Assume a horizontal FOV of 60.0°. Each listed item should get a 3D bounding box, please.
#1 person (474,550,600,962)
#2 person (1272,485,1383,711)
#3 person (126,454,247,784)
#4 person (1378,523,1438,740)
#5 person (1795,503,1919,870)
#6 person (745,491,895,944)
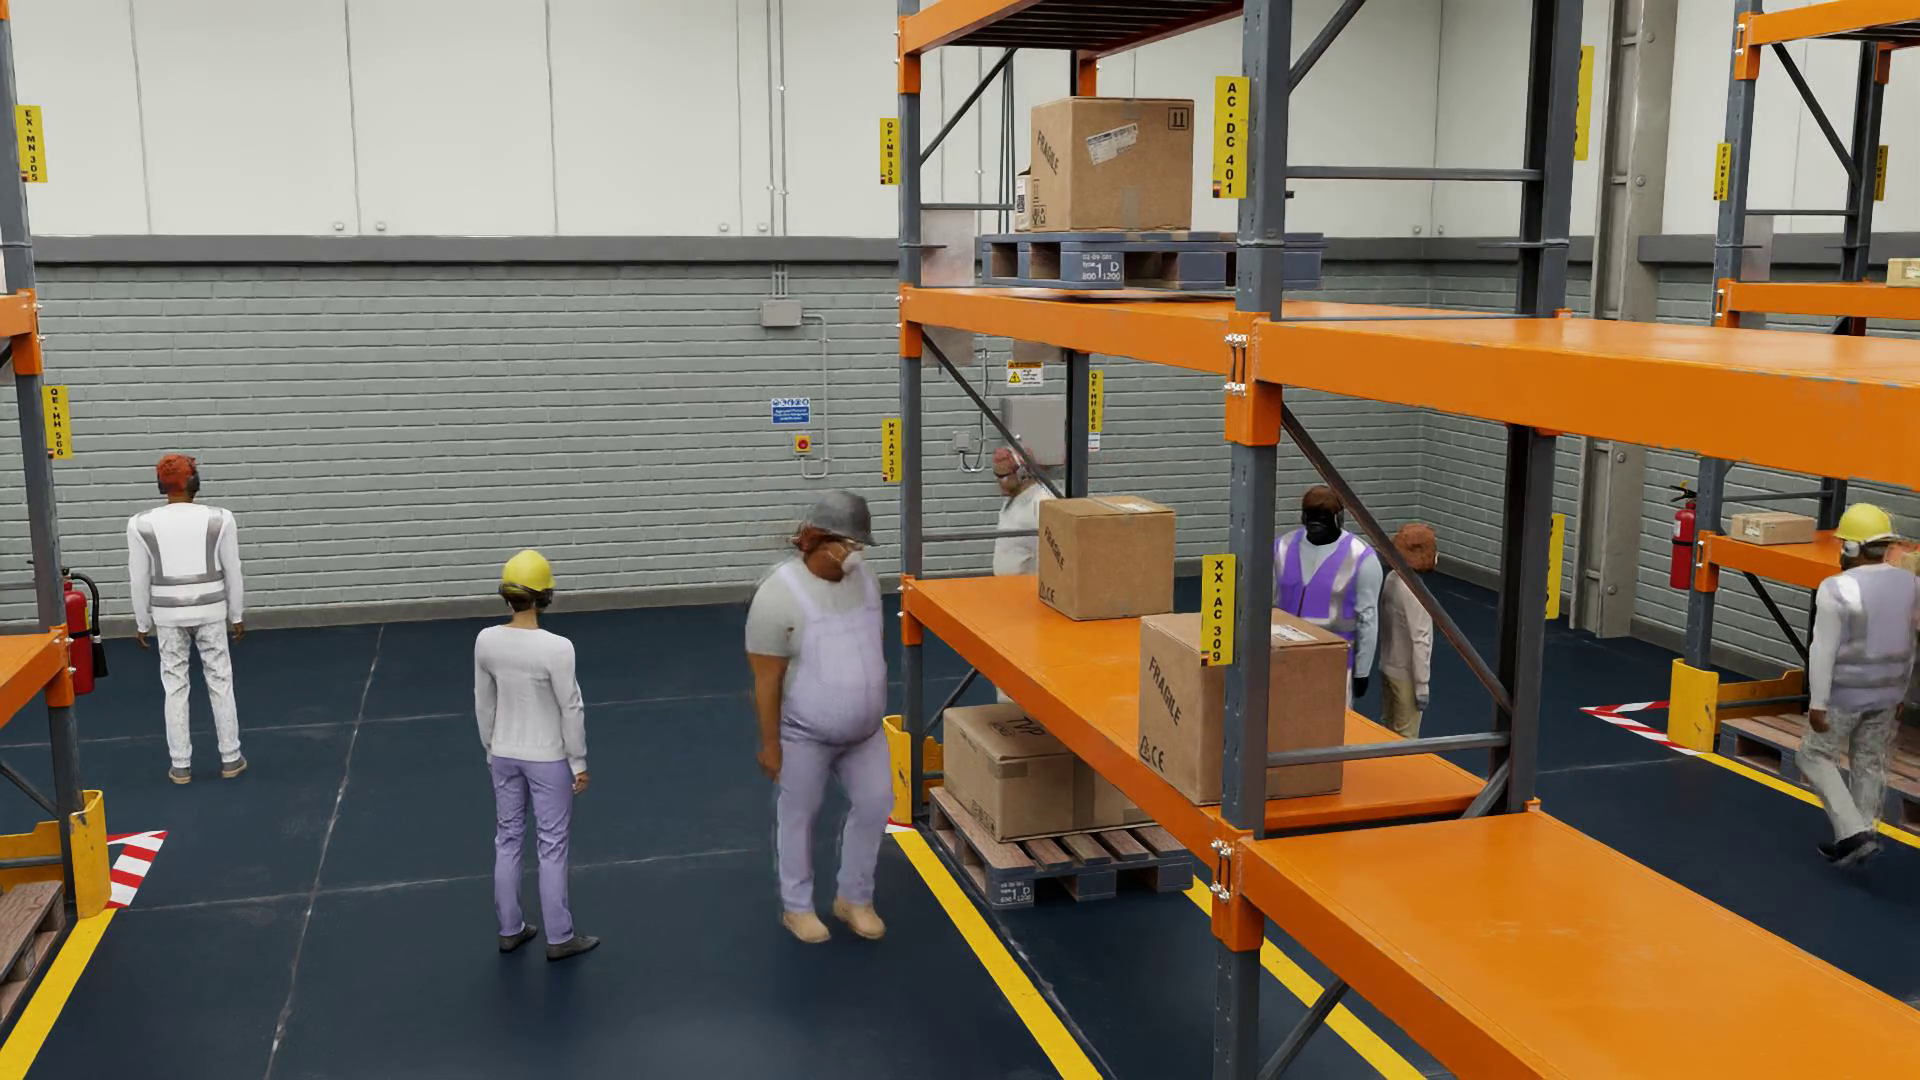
[{"bbox_3d":[-1.814,0.920,7.116,0.533,1.767,0.315,4,11,23],"label":"person"},{"bbox_3d":[1.857,0.619,8.648,0.628,1.837,0.429,8,13,39],"label":"person"},{"bbox_3d":[-4.383,0.449,9.465,0.574,1.881,0.357,-4,11,-22],"label":"person"},{"bbox_3d":[2.320,0.717,8.642,0.265,1.632,0.508,-1,10,-4],"label":"person"},{"bbox_3d":[4.352,0.732,8.046,0.607,1.821,0.450,-2,10,-12],"label":"person"},{"bbox_3d":[-0.559,0.769,7.192,0.717,2.000,0.623,-8,13,-38],"label":"person"}]
